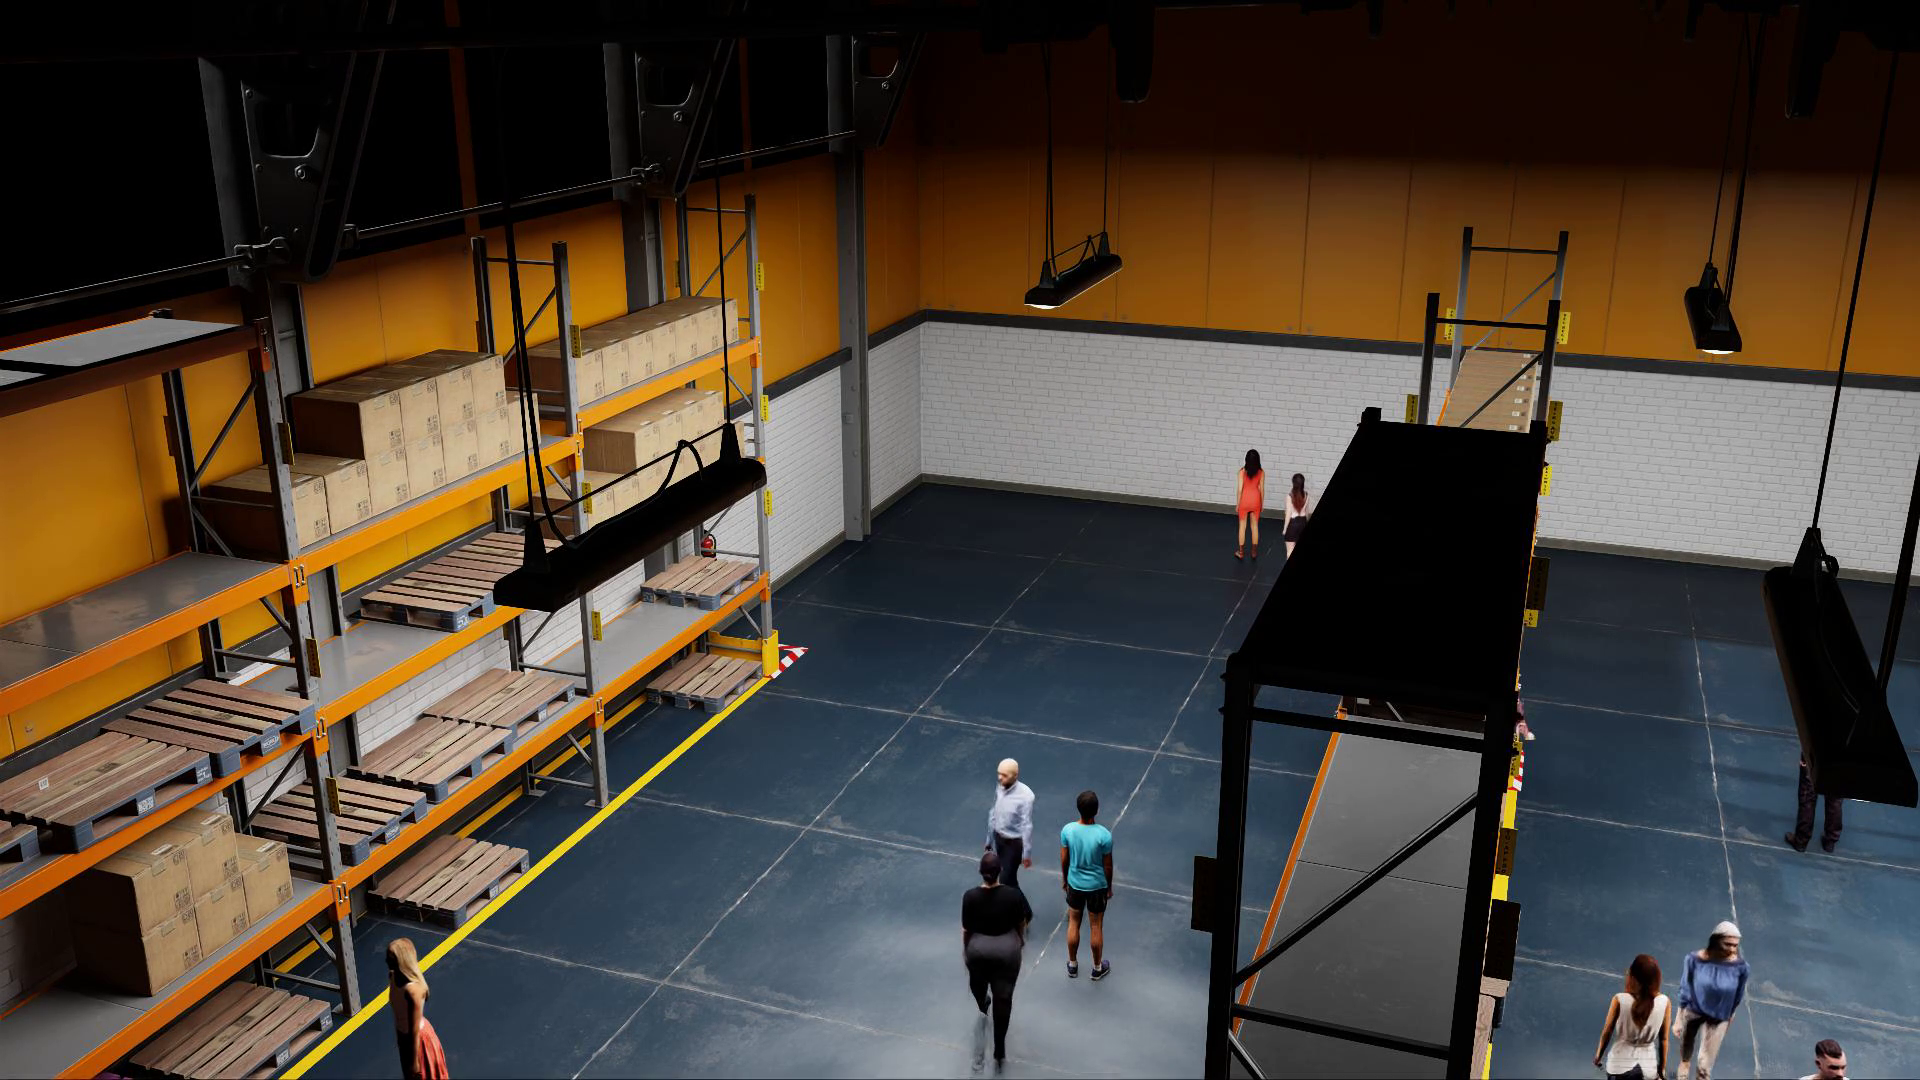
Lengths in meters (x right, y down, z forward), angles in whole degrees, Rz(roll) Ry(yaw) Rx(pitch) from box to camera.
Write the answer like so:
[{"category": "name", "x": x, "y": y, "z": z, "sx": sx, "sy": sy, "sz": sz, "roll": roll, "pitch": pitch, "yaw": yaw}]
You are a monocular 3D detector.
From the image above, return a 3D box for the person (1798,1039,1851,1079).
[{"category": "person", "x": 5.678, "y": 4.122, "z": 11.085, "sx": 0.753, "sy": 1.841, "sz": 0.751, "roll": -3, "pitch": 19, "yaw": -10}]

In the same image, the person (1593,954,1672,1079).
[{"category": "person", "x": 4.869, "y": 3.875, "z": 11.980, "sx": 0.869, "sy": 1.738, "sz": 1.223, "roll": 0, "pitch": 19, "yaw": 1}]

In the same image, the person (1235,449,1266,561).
[{"category": "person", "x": 4.381, "y": -0.547, "z": 25.139, "sx": 0.661, "sy": 1.719, "sz": 0.661, "roll": -2, "pitch": 19, "yaw": -5}]

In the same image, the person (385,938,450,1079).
[{"category": "person", "x": -4.010, "y": 3.736, "z": 12.292, "sx": 0.751, "sy": 1.801, "sz": 0.718, "roll": -13, "pitch": 23, "yaw": -34}]

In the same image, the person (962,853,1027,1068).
[{"category": "person", "x": 0.275, "y": 3.410, "z": 13.410, "sx": 0.859, "sy": 1.706, "sz": 1.185, "roll": 2, "pitch": 19, "yaw": 5}]

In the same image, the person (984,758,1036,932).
[{"category": "person", "x": 0.533, "y": 2.777, "z": 15.176, "sx": 0.830, "sy": 1.778, "sz": 0.785, "roll": -11, "pitch": 22, "yaw": -30}]

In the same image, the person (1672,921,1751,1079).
[{"category": "person", "x": 5.721, "y": 3.642, "z": 12.811, "sx": 0.702, "sy": 1.649, "sz": 1.209, "roll": 9, "pitch": 20, "yaw": 24}]

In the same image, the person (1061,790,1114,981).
[{"category": "person", "x": 1.105, "y": 3.007, "z": 14.497, "sx": 0.615, "sy": 1.776, "sz": 0.515, "roll": 6, "pitch": 19, "yaw": 17}]

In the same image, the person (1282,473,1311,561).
[{"category": "person", "x": 4.873, "y": -0.171, "z": 24.135, "sx": 0.640, "sy": 1.647, "sz": 0.697, "roll": -8, "pitch": 20, "yaw": -23}]
